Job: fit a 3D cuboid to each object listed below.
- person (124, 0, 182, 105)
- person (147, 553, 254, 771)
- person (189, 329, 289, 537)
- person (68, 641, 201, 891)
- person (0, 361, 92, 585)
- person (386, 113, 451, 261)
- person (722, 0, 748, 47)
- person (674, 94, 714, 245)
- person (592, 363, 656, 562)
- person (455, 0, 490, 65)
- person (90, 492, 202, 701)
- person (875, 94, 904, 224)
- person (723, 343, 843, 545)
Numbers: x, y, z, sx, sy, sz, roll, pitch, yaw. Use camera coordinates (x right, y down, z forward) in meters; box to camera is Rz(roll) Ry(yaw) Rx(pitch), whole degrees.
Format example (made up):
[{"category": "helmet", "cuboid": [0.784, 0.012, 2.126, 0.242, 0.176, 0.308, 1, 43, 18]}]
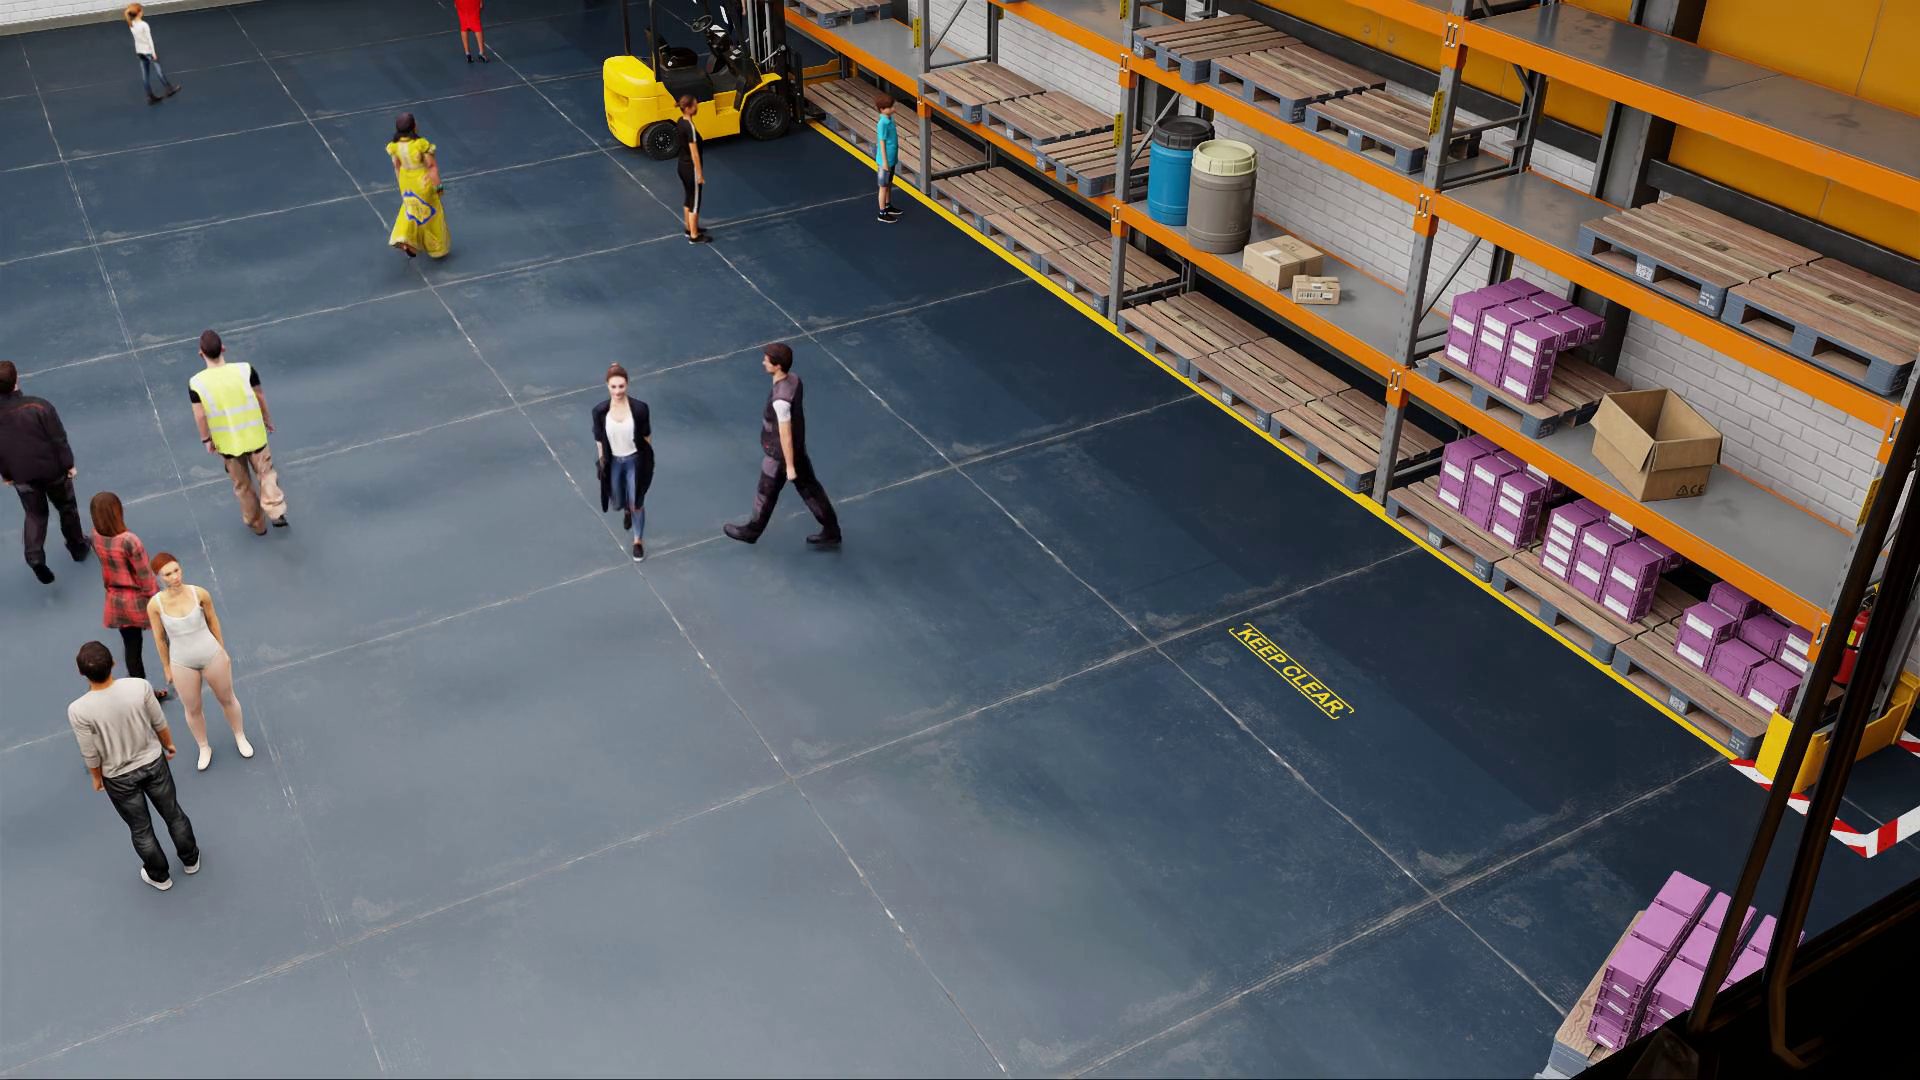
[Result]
[{"category": "person", "cuboid": [-10.961, -6.503, 22.295, 0.791, 1.301, 0.821, 12, 35, 17]}, {"category": "person", "cuboid": [-5.060, 0.784, 11.023, 0.558, 1.642, 0.473, -16, 37, -22]}, {"category": "person", "cuboid": [-5.712, -0.800, 13.230, 0.718, 1.838, 0.757, -19, 38, -26]}, {"category": "person", "cuboid": [-4.969, 1.354, 10.012, 0.696, 1.812, 0.630, -28, 43, -35]}, {"category": "person", "cuboid": [-7.120, -0.500, 12.794, 0.909, 1.821, 1.102, -7, 34, -10]}, {"category": "person", "cuboid": [-5.830, -3.742, 17.829, 1.105, 1.645, 1.171, 7, 34, 11]}, {"category": "person", "cuboid": [-3.229, -7.619, 23.612, 0.704, 1.700, 0.554, -29, 43, -36]}, {"category": "person", "cuboid": [-2.981, -4.101, 18.350, 0.662, 1.667, 0.479, -14, 36, -20]}, {"category": "person", "cuboid": [-2.638, -0.653, 13.155, 0.788, 1.675, 0.889, -3, 34, -4]}, {"category": "person", "cuboid": [-7.010, -7.661, 23.637, 0.641, 1.744, 0.671, 4, 34, 5]}, {"category": "person", "cuboid": [-5.747, 0.466, 11.472, 0.977, 1.676, 1.021, 10, 35, 15]}, {"category": "person", "cuboid": [-0.841, -4.371, 18.954, 0.653, 1.449, 0.590, 8, 34, 11]}, {"category": "person", "cuboid": [-1.271, -0.689, 13.096, 1.194, 1.800, 1.220, 4, 34, 6]}]
